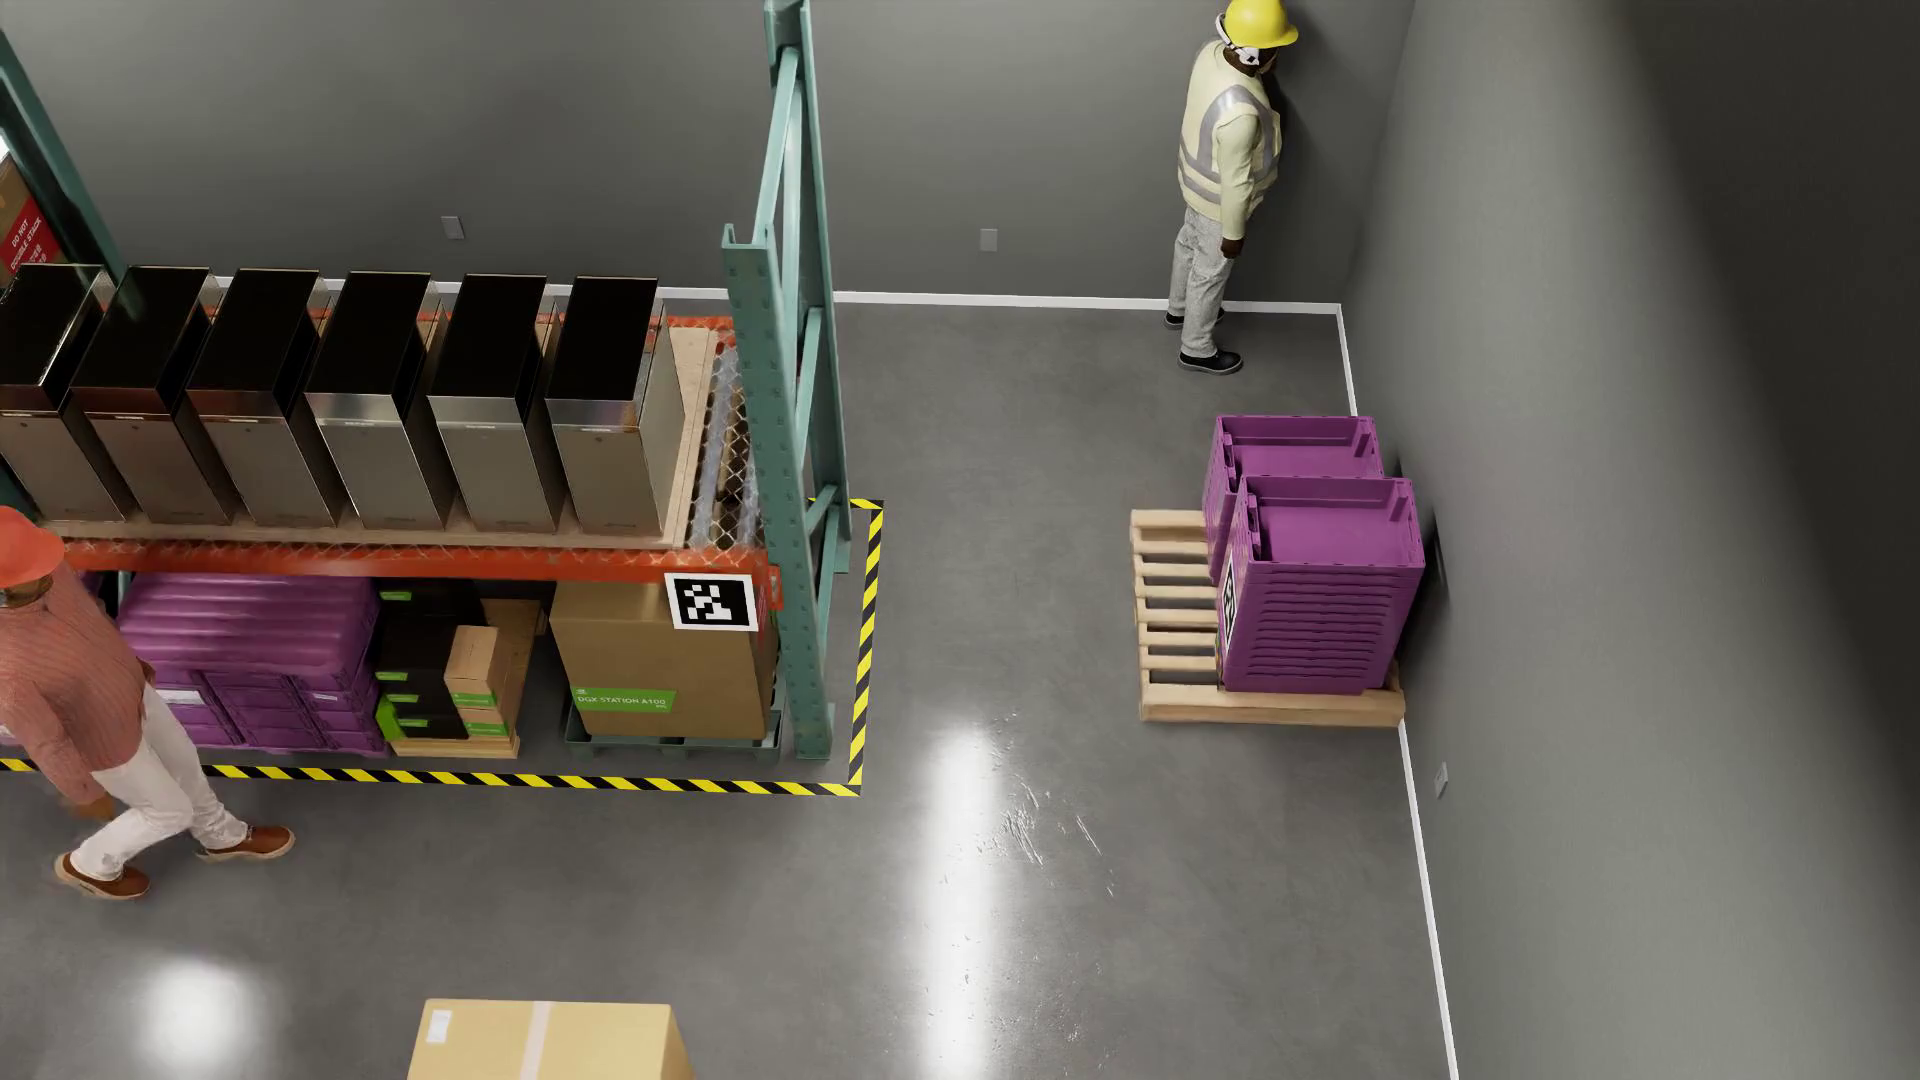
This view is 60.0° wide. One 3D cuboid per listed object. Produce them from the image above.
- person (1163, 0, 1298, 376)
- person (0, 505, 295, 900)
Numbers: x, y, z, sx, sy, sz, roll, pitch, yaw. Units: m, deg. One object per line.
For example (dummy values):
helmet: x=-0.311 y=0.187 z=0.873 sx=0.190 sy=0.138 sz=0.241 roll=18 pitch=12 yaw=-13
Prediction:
person: x=1.104 y=-1.477 z=6.921 sx=0.404 sy=1.829 sz=0.600 roll=-5 pitch=52 yaw=-4
person: x=-2.745 y=0.563 z=5.231 sx=0.604 sy=1.976 sz=0.619 roll=-8 pitch=52 yaw=-6
